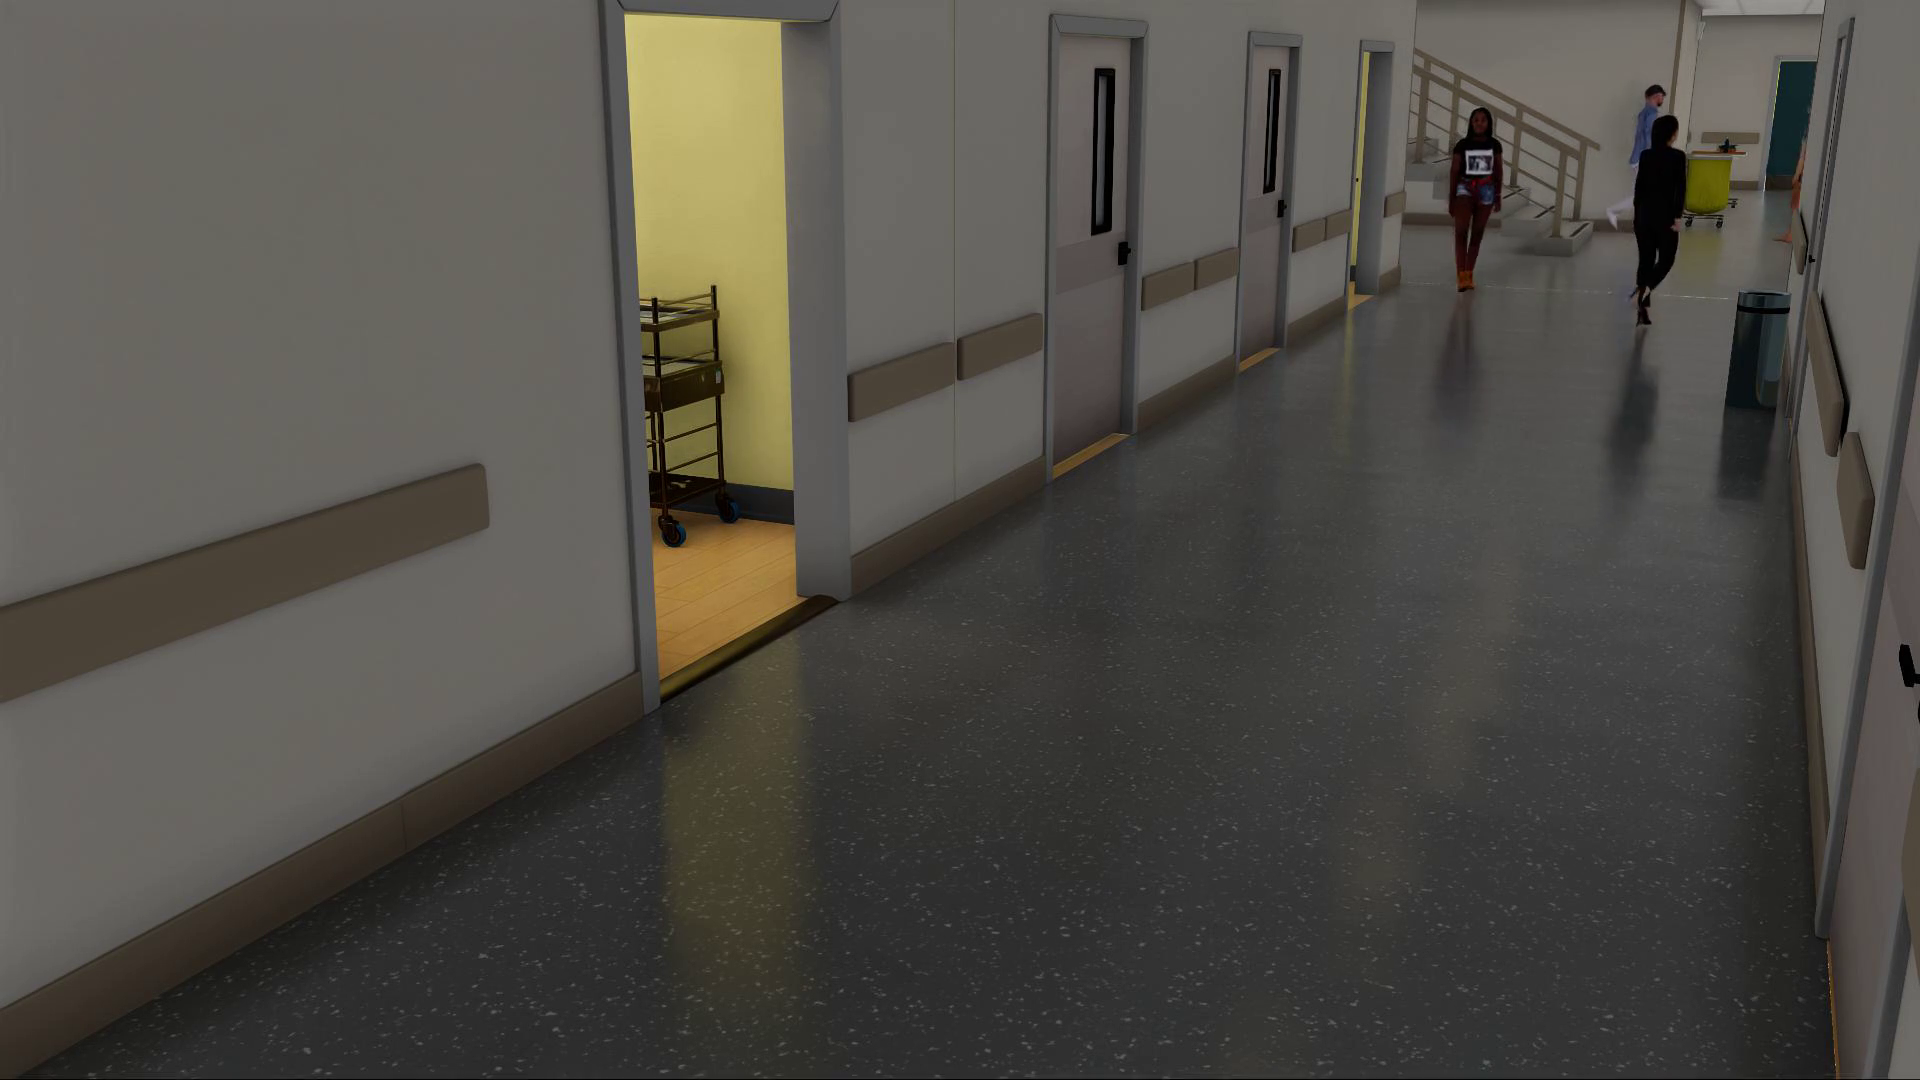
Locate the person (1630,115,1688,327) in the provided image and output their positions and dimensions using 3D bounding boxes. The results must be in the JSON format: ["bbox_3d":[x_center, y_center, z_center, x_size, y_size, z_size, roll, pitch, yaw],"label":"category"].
[{"bbox_3d":[5.640,-2.582,13.547,0.790,1.702,0.782,-14,21,-41],"label":"person"}]

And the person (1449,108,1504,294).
[{"bbox_3d":[4.835,-3.180,15.693,1.088,1.689,0.928,1,16,2],"label":"person"}]

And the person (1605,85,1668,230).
[{"bbox_3d":[8.723,-4.877,21.401,1.046,1.857,0.847,4,16,15],"label":"person"}]
